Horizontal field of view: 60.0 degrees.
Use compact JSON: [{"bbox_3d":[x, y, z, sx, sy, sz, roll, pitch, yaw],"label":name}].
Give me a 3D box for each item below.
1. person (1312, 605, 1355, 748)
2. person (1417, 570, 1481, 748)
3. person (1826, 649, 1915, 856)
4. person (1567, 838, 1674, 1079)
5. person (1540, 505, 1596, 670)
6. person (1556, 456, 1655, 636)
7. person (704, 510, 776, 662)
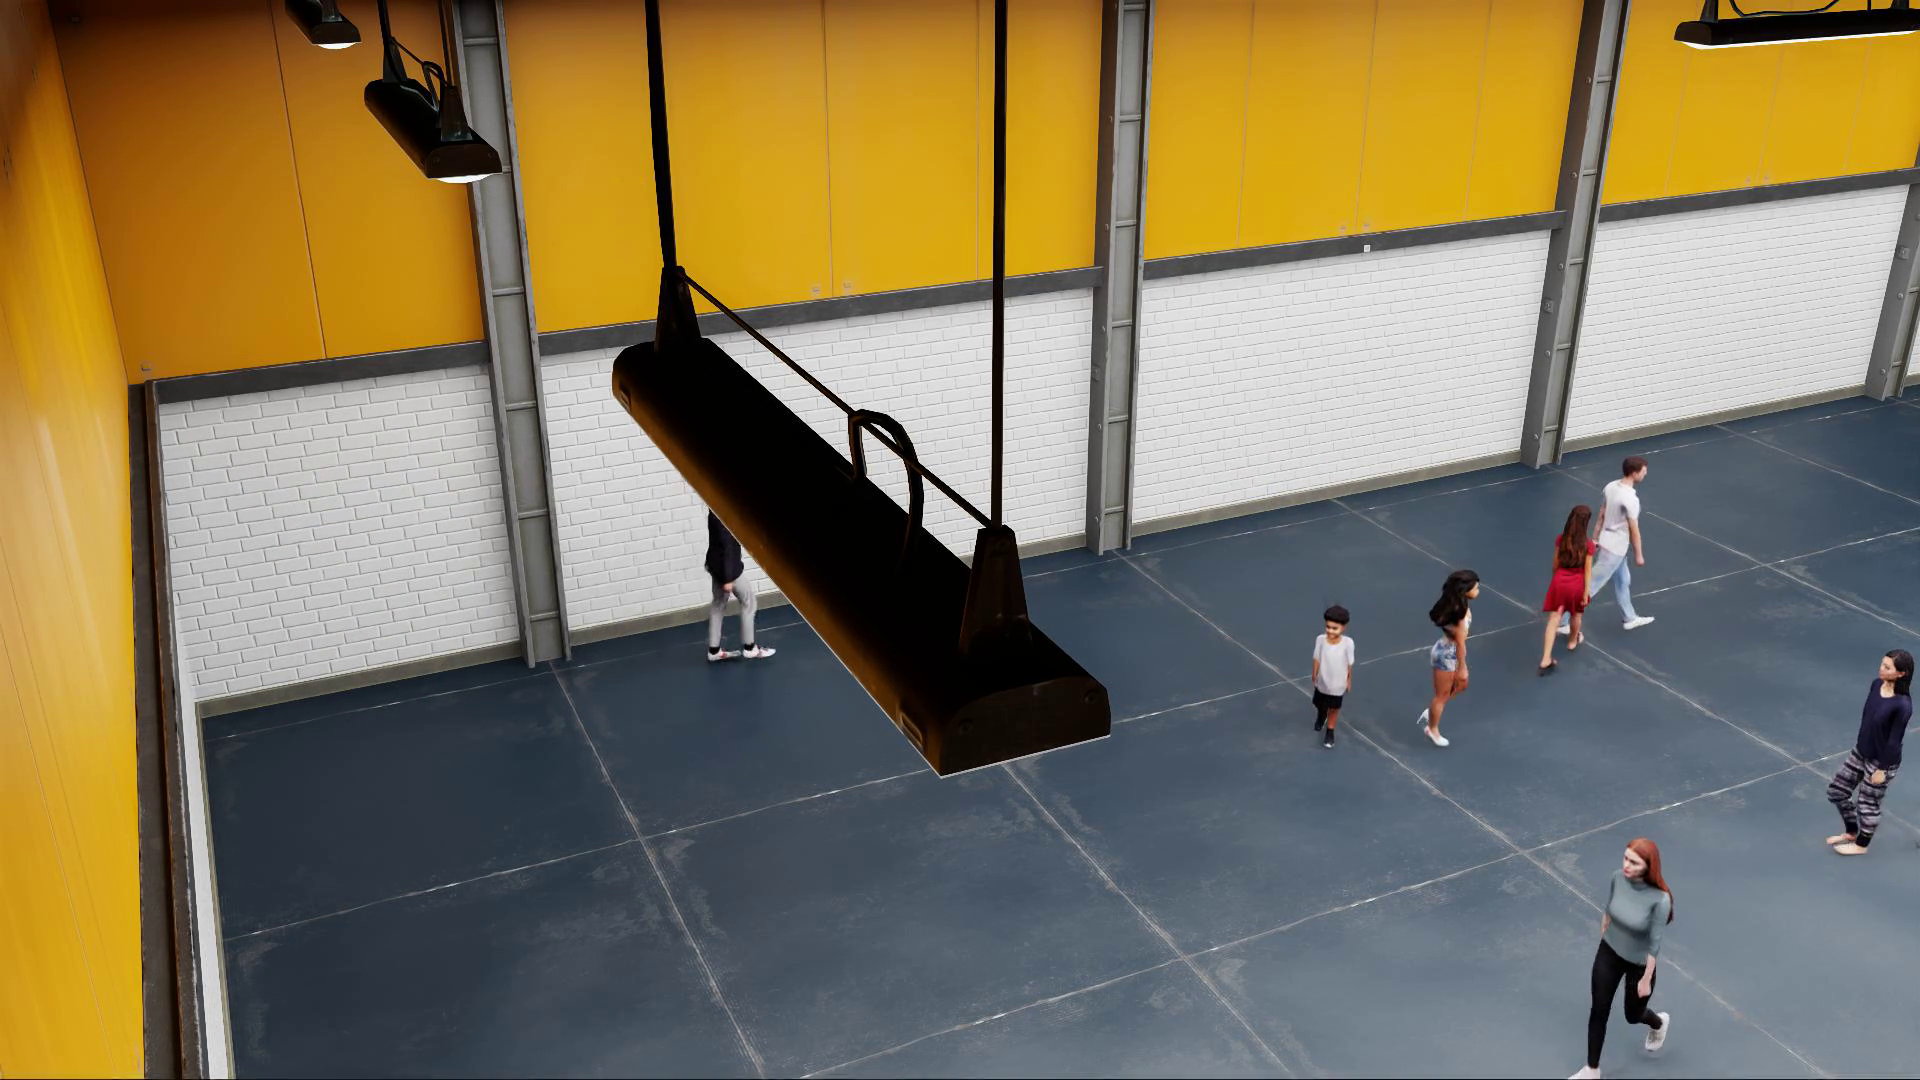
[{"bbox_3d":[3.122,1.103,13.912,0.653,1.249,0.710,7,24,15],"label":"person"},{"bbox_3d":[3.959,0.978,13.749,0.757,1.608,0.695,9,25,20],"label":"person"},{"bbox_3d":[6.818,1.571,12.243,0.727,1.727,0.717,-1,24,-3],"label":"person"},{"bbox_3d":[4.079,2.540,10.028,1.040,1.727,0.636,-13,27,-27],"label":"person"},{"bbox_3d":[5.467,0.462,15.056,0.893,1.506,1.144,18,29,35],"label":"person"},{"bbox_3d":[5.981,0.117,15.484,1.321,1.796,1.017,-1,24,-1],"label":"person"},{"bbox_3d":[-2.214,0.229,15.054,0.894,1.935,0.802,-7,25,-15],"label":"person"}]
